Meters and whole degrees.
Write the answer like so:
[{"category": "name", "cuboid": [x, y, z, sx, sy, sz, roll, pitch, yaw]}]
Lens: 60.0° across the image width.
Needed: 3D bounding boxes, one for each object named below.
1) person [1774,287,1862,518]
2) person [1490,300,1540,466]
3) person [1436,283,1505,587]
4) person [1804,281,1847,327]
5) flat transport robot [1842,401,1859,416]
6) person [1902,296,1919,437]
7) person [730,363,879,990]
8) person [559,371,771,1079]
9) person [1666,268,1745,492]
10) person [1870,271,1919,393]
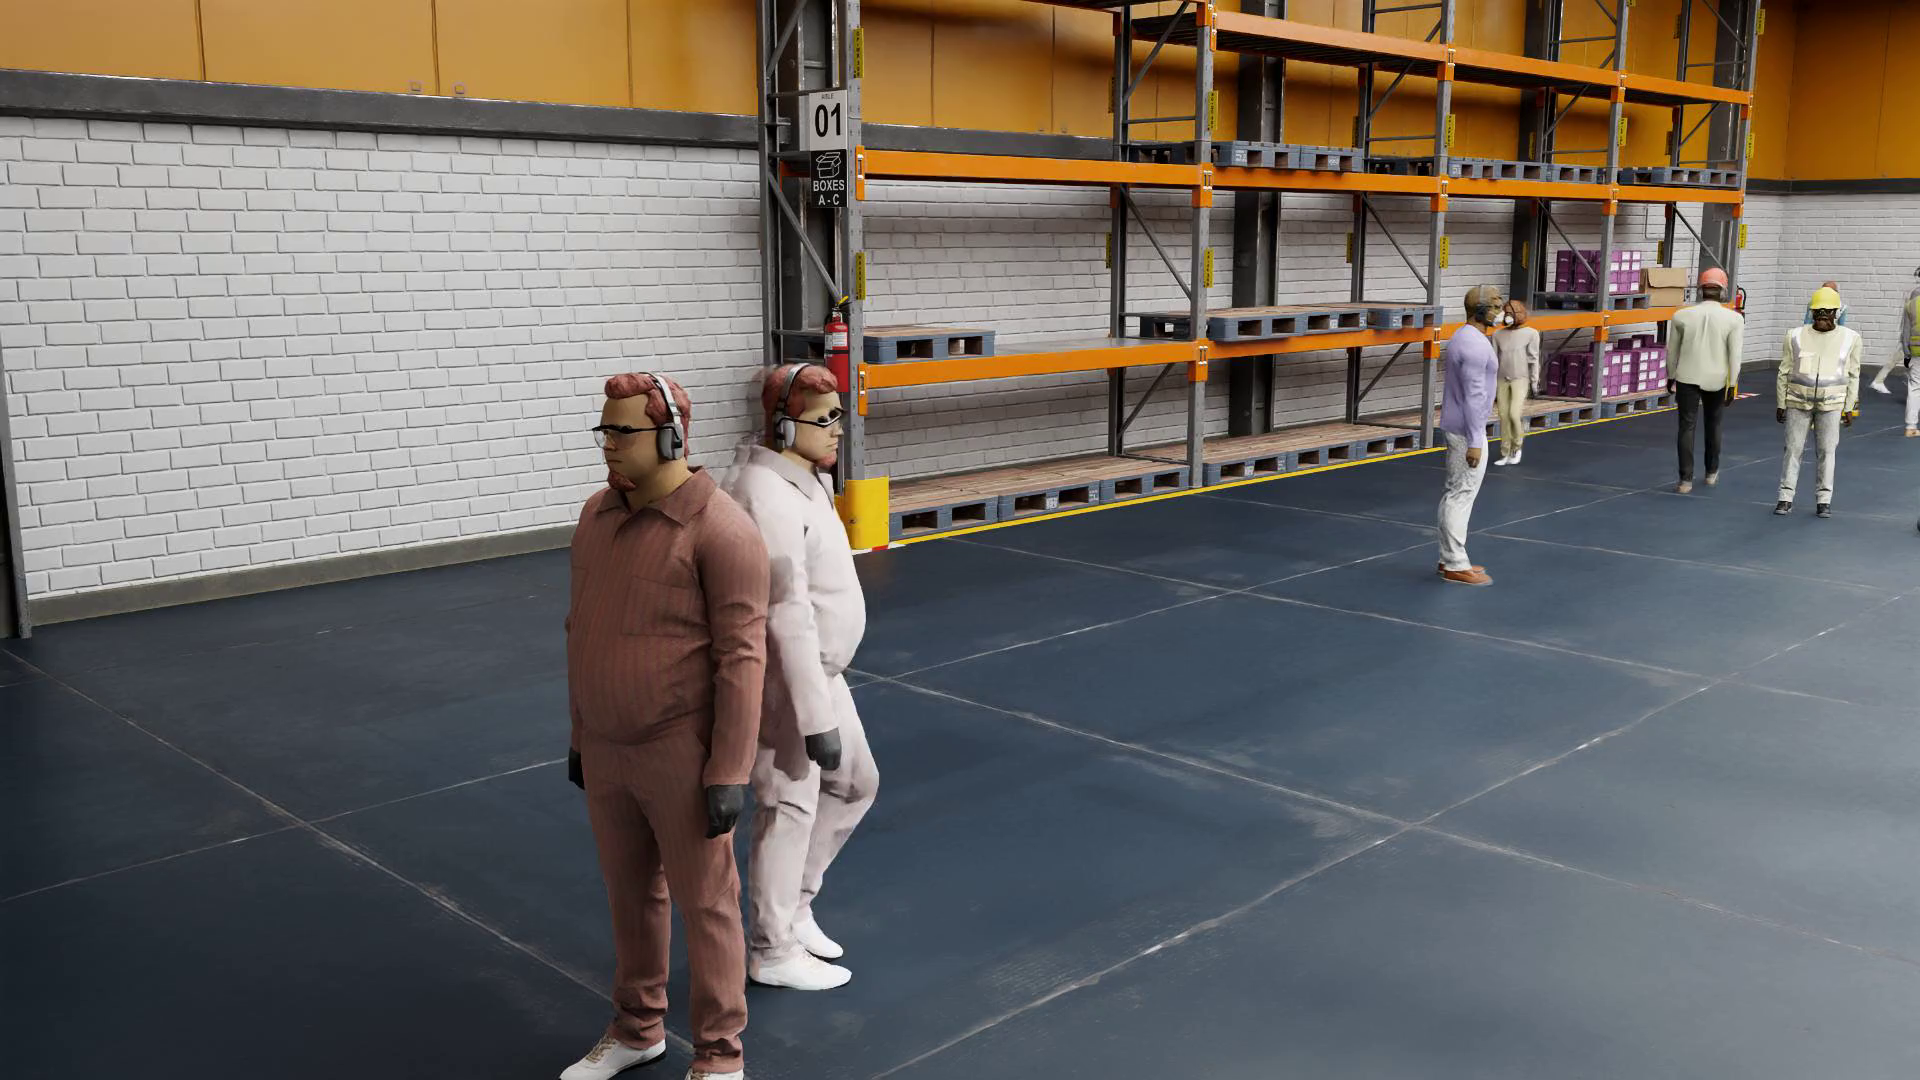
[{"category": "person", "cuboid": [6.831, -1.094, 13.279, 0.586, 1.833, 0.403, 6, 12, 28]}, {"category": "person", "cuboid": [5.343, -1.514, 16.155, 0.374, 1.617, 0.521, -10, 14, -42]}, {"category": "person", "cuboid": [3.279, -0.678, 10.723, 0.372, 1.939, 0.629, 2, 11, 9]}, {"category": "person", "cuboid": [11.693, -2.695, 22.571, 0.548, 1.622, 0.365, 2, 11, 12]}, {"category": "flat transport robot", "cuboid": [10.989, -1.735, 21.036, 0.652, 0.197, 1.431, 5, 12, 27]}, {"category": "person", "cuboid": [10.786, -2.045, 18.440, 0.430, 1.843, 0.625, -8, 13, -37]}, {"category": "person", "cuboid": [-0.454, 0.427, 4.833, 0.435, 1.887, 0.666, 0, 10, 1]}, {"category": "person", "cuboid": [-0.782, 0.527, 4.235, 0.643, 1.909, 0.410, 8, 13, 36]}, {"category": "person", "cuboid": [6.597, -1.427, 14.785, 0.618, 1.941, 1.015, 5, 11, 25]}, {"category": "person", "cuboid": [13.476, -2.948, 23.476, 1.049, 1.817, 0.535, 3, 11, 18]}]
